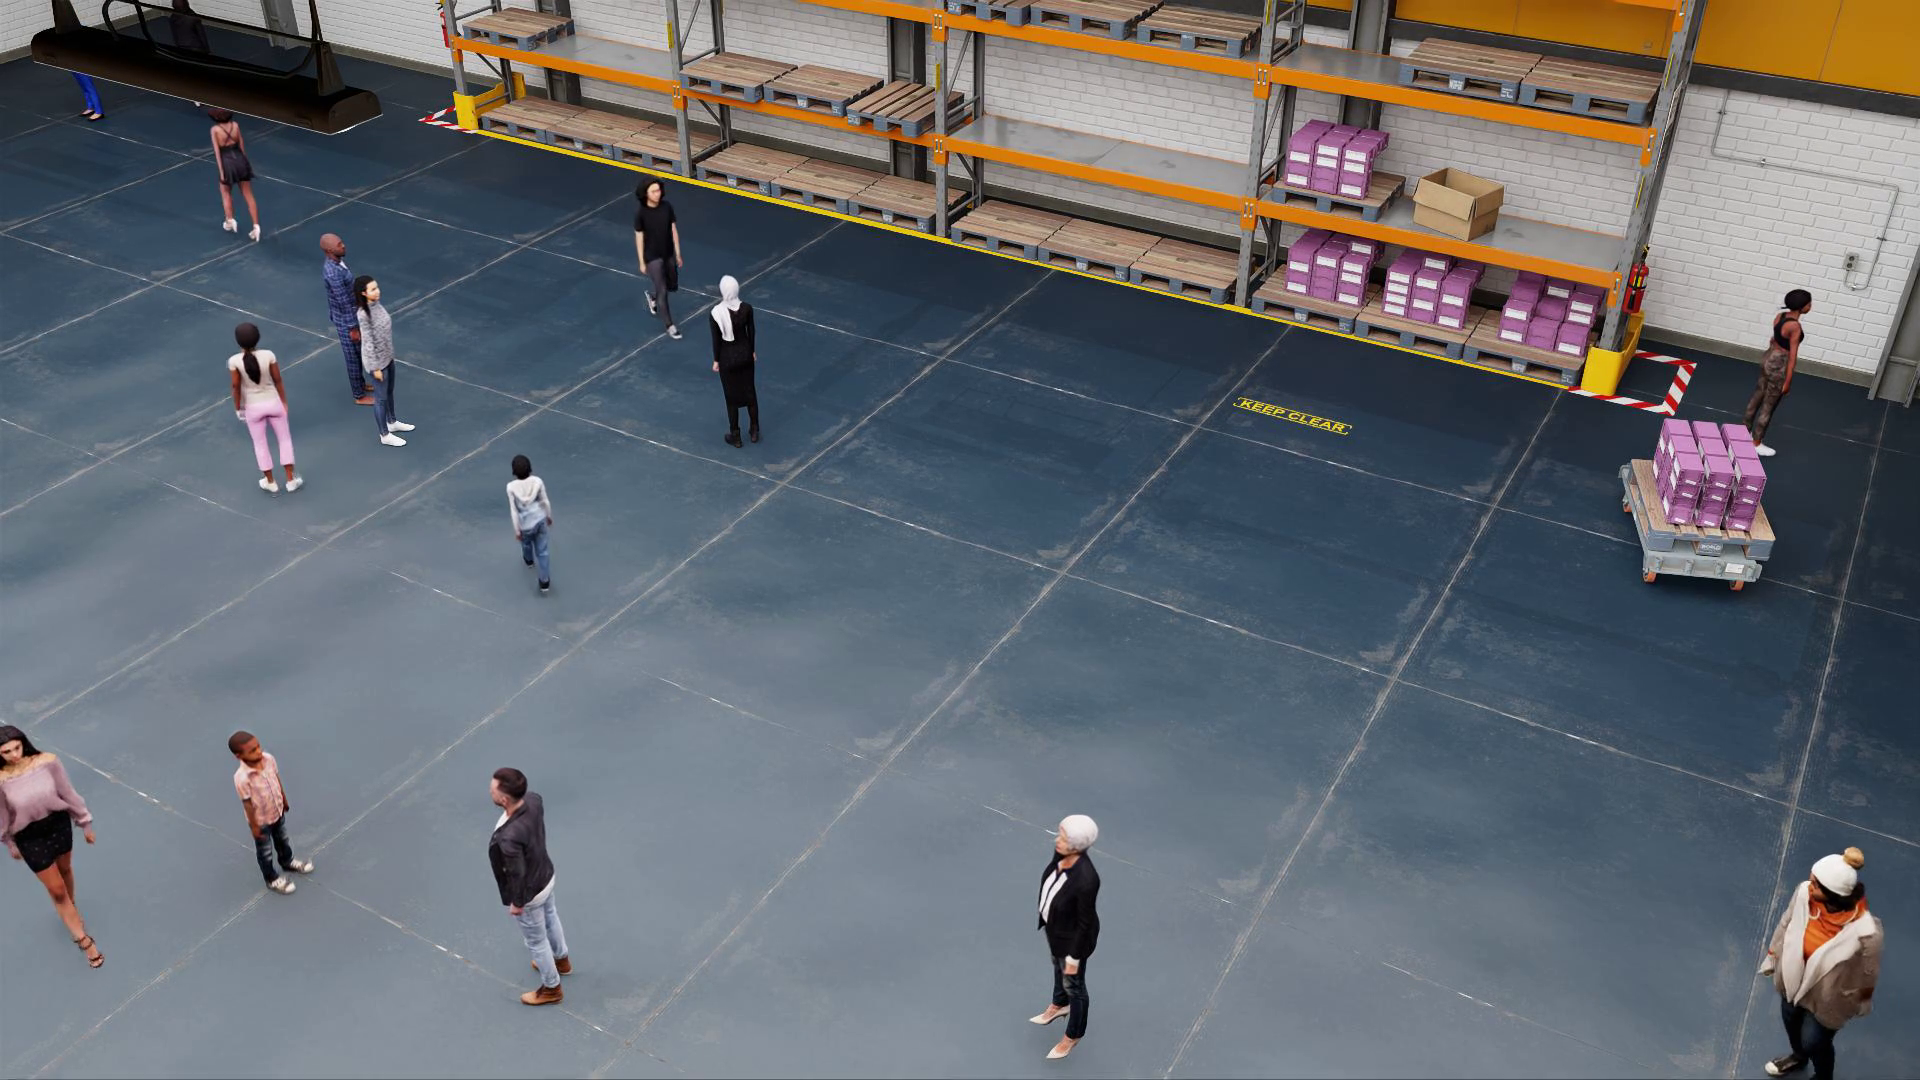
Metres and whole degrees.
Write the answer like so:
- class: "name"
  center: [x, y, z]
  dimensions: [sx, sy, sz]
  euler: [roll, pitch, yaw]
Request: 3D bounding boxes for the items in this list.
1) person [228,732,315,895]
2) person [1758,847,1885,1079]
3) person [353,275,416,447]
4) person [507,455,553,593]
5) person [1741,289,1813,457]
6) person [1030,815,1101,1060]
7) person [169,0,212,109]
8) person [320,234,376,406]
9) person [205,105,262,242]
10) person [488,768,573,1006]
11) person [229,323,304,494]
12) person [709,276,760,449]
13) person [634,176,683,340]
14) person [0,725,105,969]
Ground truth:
- class: "person"
  center: [-4.687, 1.814, 11.187]
  dimensions: [0.515, 1.306, 0.514]
  euler: [12, 36, 18]
- class: "person"
  center: [5.071, 2.504, 9.640]
  dimensions: [0.938, 1.870, 0.863]
  euler: [-23, 40, -31]
- class: "person"
  center: [-5.658, -1.773, 16.199]
  dimensions: [0.679, 1.732, 0.687]
  euler: [2, 34, 3]
- class: "person"
  center: [-3.645, -0.123, 14.175]
  dimensions: [0.803, 1.225, 0.926]
  euler: [-13, 36, -19]
- class: "person"
  center: [7.863, -1.638, 16.026]
  dimensions: [0.674, 1.699, 0.658]
  euler: [-1, 34, -1]
- class: "person"
  center: [0.615, 2.331, 9.784]
  dimensions: [0.804, 1.783, 0.835]
  euler: [-8, 35, -12]
- class: "person"
  center: [-11.273, -7.178, 24.435]
  dimensions: [0.722, 1.616, 0.813]
  euler: [0, 34, 0]
- class: "person"
  center: [-6.203, -2.253, 16.843]
  dimensions: [0.823, 1.820, 0.755]
  euler: [-10, 35, -14]
- class: "person"
  center: [-8.784, -4.476, 20.233]
  dimensions: [0.927, 1.768, 0.695]
  euler: [25, 41, 33]
- class: "person"
  center: [-2.643, 2.120, 10.249]
  dimensions: [0.691, 1.835, 0.727]
  euler: [4, 34, 5]
- class: "person"
  center: [-6.441, -1.209, 15.348]
  dimensions: [0.735, 1.735, 0.779]
  euler: [-18, 38, -25]
- class: "person"
  center: [-2.162, -1.727, 16.086]
  dimensions: [0.684, 1.780, 0.700]
  euler: [-16, 37, -23]
- class: "person"
  center: [-3.317, -3.140, 18.184]
  dimensions: [0.866, 1.811, 1.069]
  euler: [-23, 40, -30]
- class: "person"
  center: [-5.900, 1.865, 10.679]
  dimensions: [0.810, 1.783, 1.009]
  euler: [-28, 43, -36]
